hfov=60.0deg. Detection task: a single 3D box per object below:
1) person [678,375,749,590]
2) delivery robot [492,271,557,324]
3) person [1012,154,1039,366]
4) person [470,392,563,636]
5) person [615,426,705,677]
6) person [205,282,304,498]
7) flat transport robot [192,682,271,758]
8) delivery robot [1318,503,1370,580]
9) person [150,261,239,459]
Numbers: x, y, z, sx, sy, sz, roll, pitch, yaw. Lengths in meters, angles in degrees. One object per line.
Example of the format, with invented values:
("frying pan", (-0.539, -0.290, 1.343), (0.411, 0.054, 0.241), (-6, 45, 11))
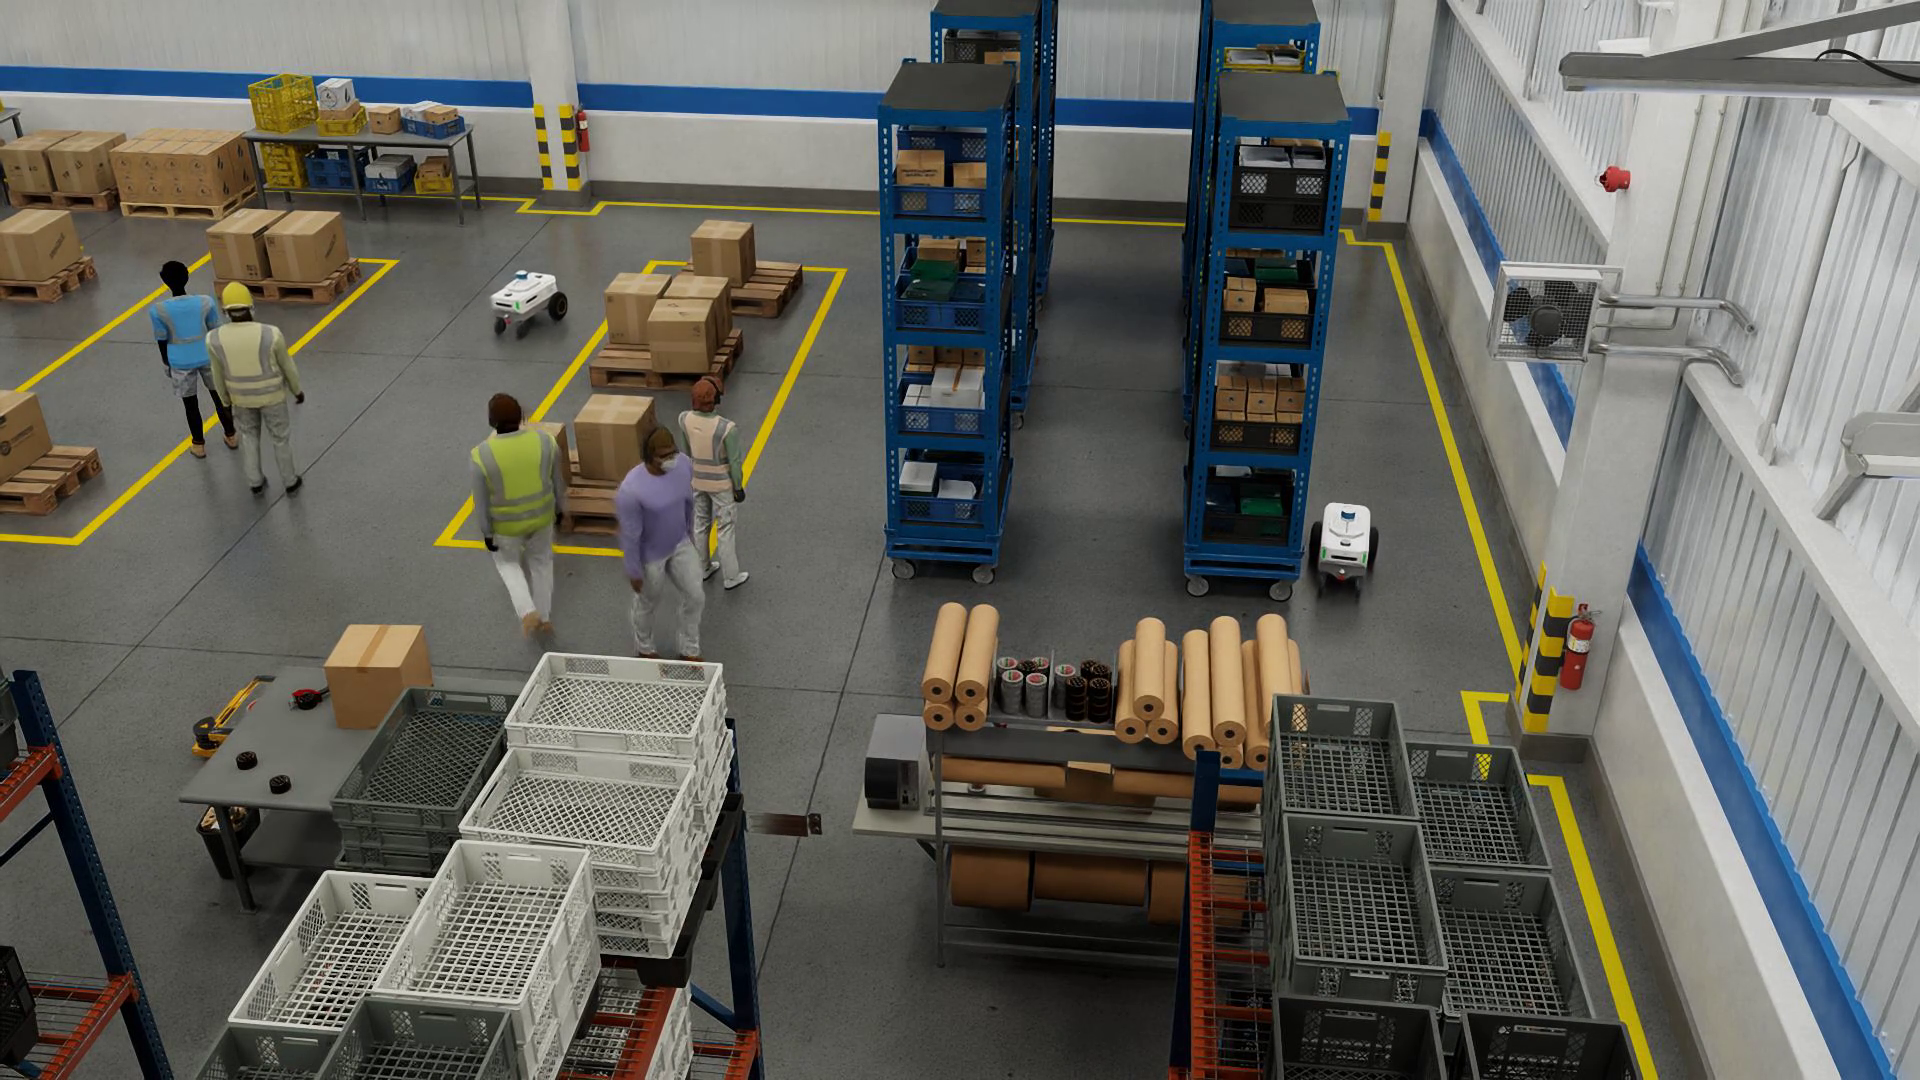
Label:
("person", (-1.781, -0.406, 12.002), (0.514, 1.634, 0.313), (16, 34, 25))
("delivery robot", (-4.300, -2.416, 16.426), (0.477, 0.478, 0.707), (11, 32, 19))
("person", (0.517, -2.602, 15.427), (0.411, 1.982, 0.624), (-4, 30, -7))
("person", (-2.996, -0.152, 11.380), (0.627, 1.829, 0.437), (-16, 34, -26))
("person", (-1.946, 0.090, 10.892), (0.714, 1.897, 0.638), (24, 38, 35))
("person", (-5.516, -1.156, 13.104), (0.610, 1.827, 0.426), (-3, 30, -6))
("flat transport robot", (-4.089, 1.163, 10.648), (1.431, 0.197, 0.652), (3, 30, 6))
("delivery robot", (2.850, -0.014, 12.300), (0.477, 0.478, 0.707), (7, 31, 11))
("person", (-6.360, -1.501, 13.825), (0.530, 1.690, 0.319), (-21, 36, -32))
